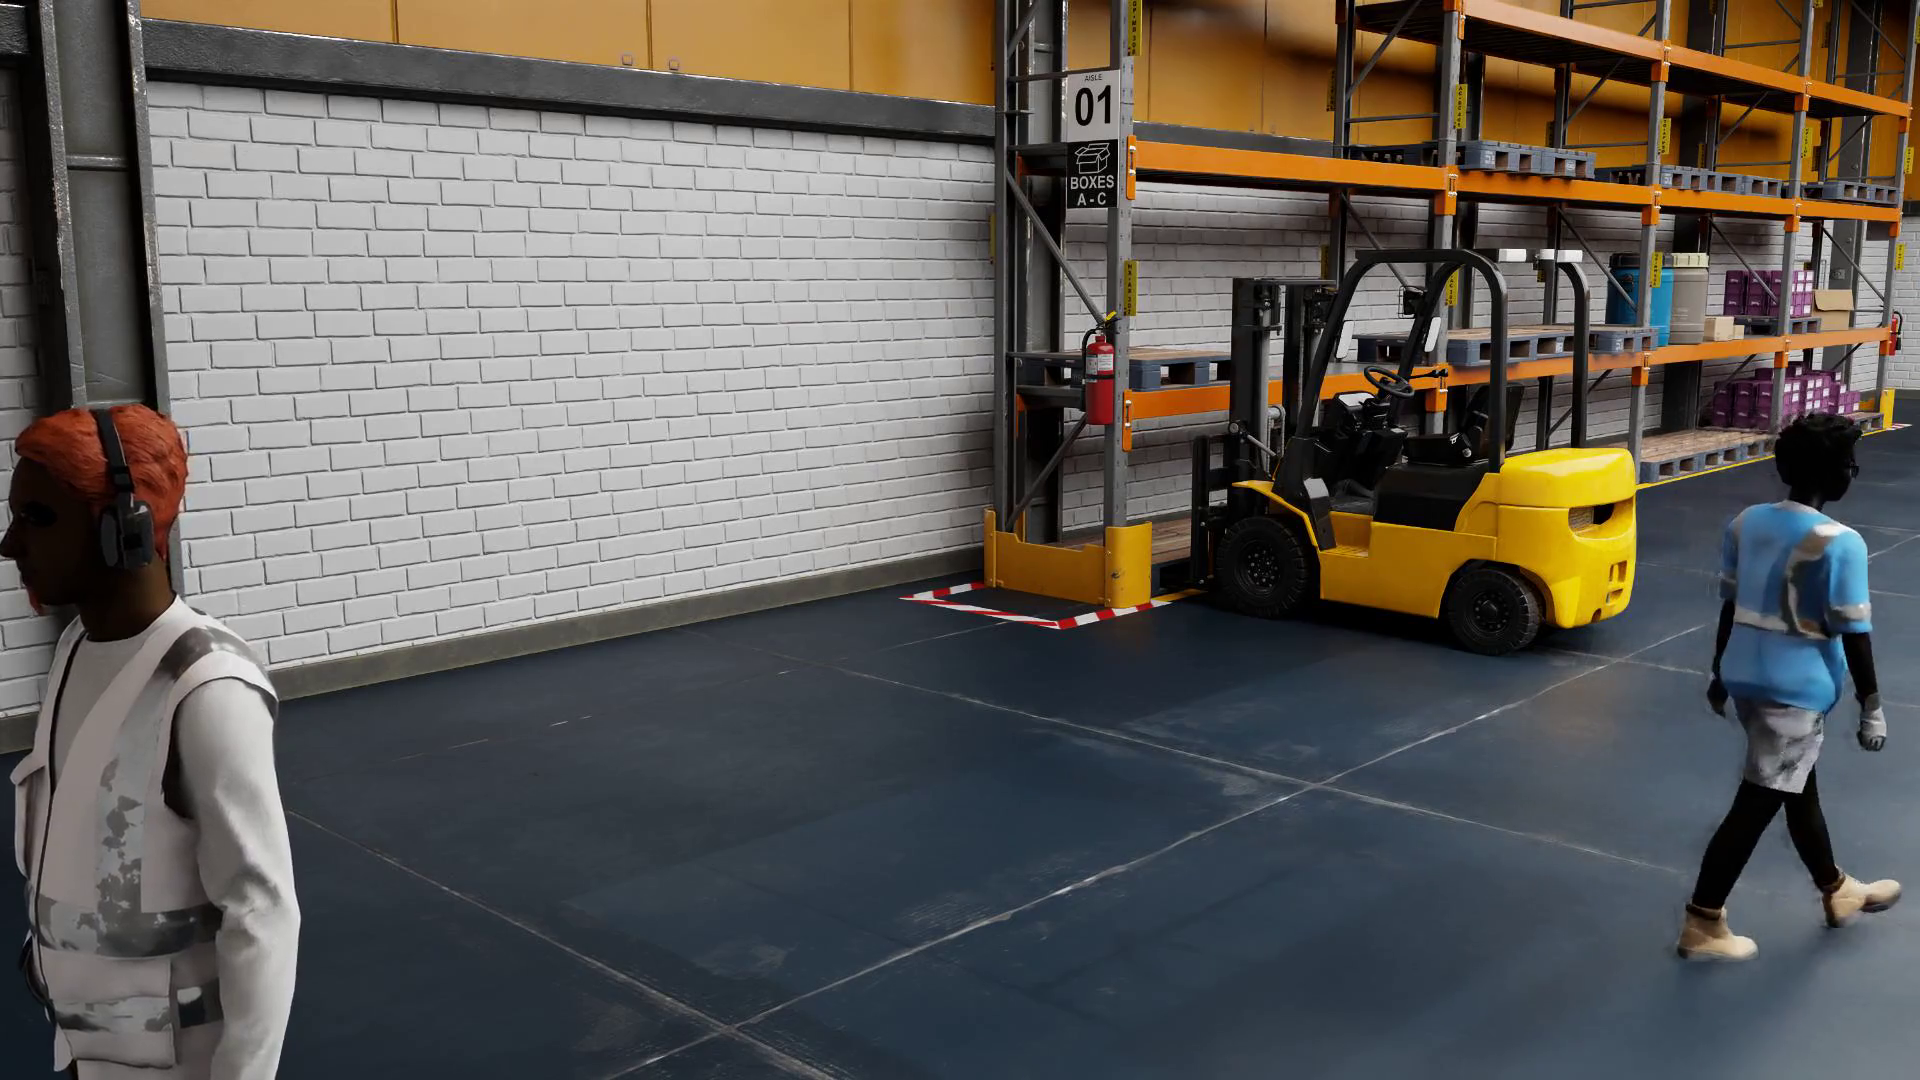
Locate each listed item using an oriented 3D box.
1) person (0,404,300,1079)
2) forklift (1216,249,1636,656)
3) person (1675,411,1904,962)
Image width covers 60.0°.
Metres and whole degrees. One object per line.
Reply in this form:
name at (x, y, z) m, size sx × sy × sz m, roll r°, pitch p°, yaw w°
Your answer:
person at (-1.171, 0.742, 2.442) m, size 0.586 × 1.882 × 0.341 m, roll 9°, pitch 13°, yaw 43°
forklift at (2.710, -0.584, 9.626) m, size 2.313 × 2.155 × 1.214 m, roll 9°, pitch 13°, yaw 43°
person at (2.542, 0.443, 4.981) m, size 0.864 × 1.646 × 0.552 m, roll -1°, pitch 9°, yaw -8°
